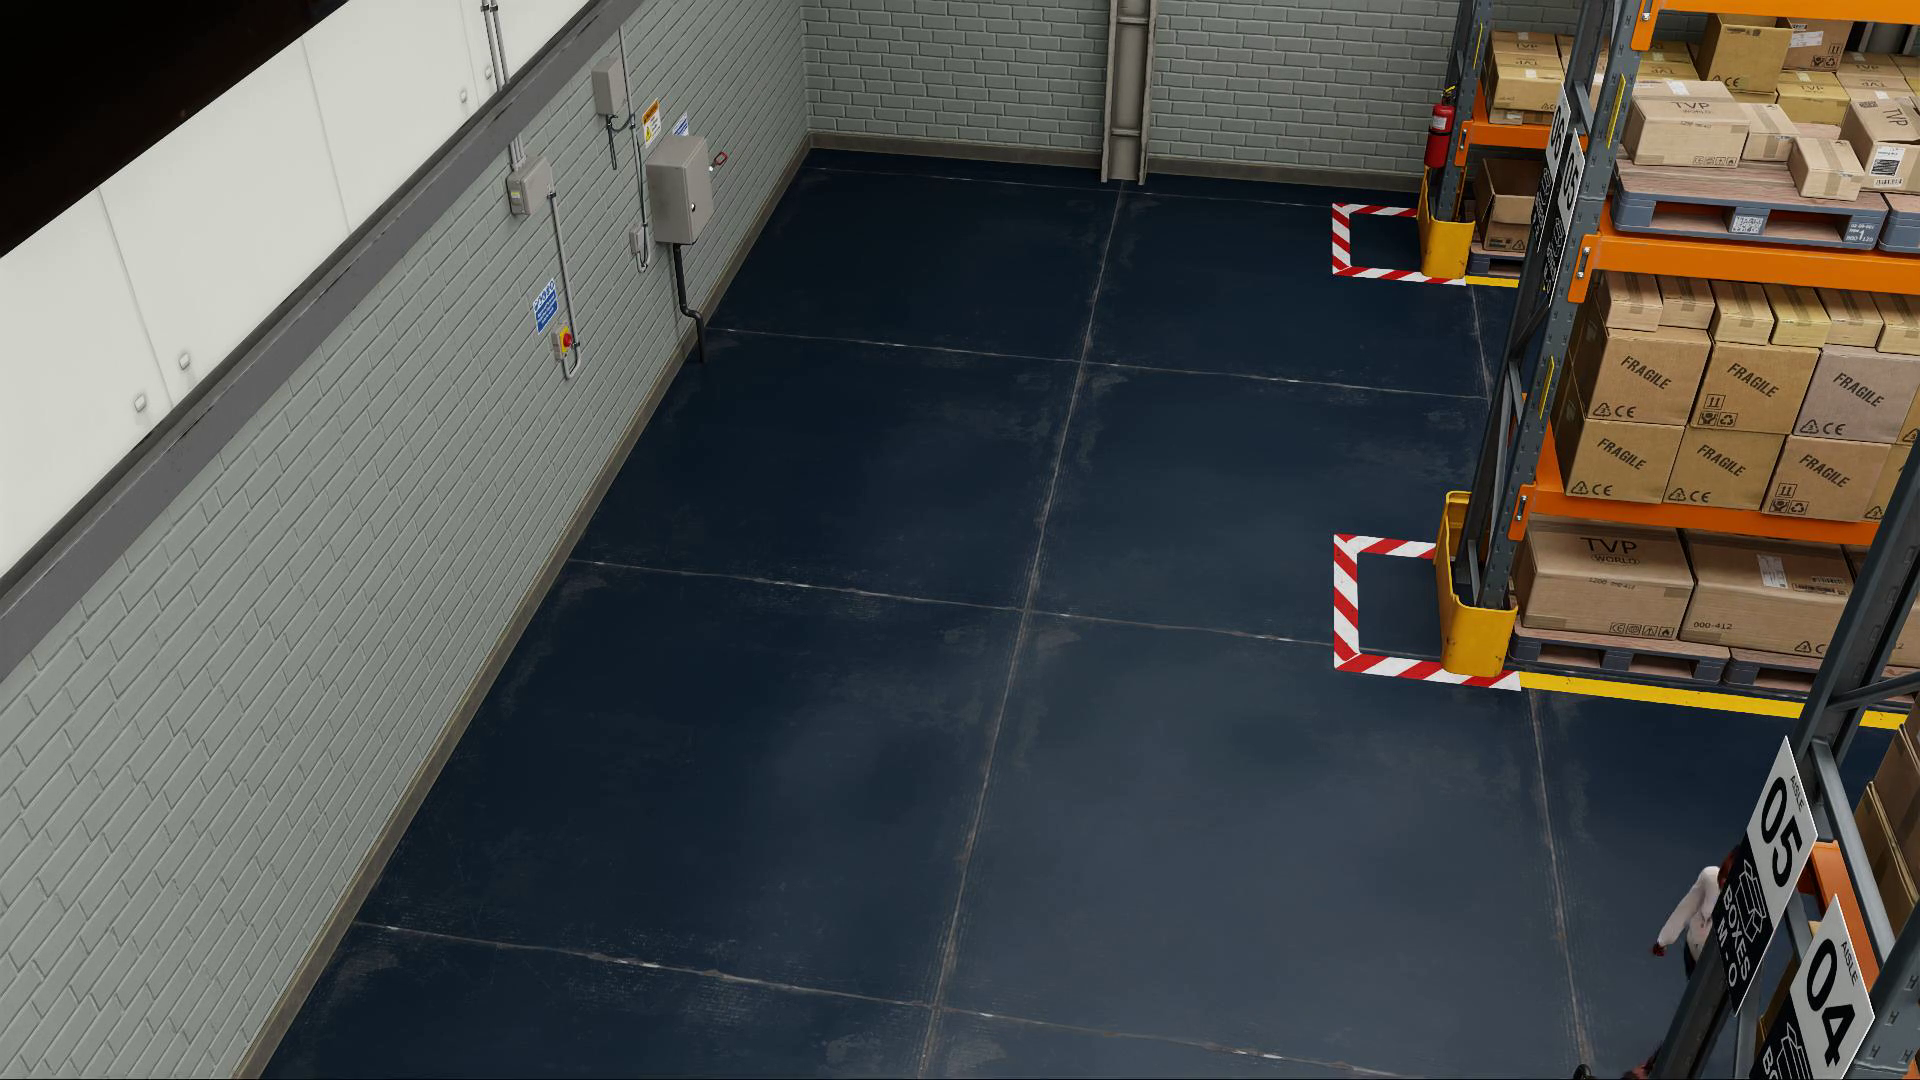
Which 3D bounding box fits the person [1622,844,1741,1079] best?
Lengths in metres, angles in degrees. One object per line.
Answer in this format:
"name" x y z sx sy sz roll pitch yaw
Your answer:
"person" 3.335 1.814 7.251 0.817 1.443 0.723 -11 39 -14
